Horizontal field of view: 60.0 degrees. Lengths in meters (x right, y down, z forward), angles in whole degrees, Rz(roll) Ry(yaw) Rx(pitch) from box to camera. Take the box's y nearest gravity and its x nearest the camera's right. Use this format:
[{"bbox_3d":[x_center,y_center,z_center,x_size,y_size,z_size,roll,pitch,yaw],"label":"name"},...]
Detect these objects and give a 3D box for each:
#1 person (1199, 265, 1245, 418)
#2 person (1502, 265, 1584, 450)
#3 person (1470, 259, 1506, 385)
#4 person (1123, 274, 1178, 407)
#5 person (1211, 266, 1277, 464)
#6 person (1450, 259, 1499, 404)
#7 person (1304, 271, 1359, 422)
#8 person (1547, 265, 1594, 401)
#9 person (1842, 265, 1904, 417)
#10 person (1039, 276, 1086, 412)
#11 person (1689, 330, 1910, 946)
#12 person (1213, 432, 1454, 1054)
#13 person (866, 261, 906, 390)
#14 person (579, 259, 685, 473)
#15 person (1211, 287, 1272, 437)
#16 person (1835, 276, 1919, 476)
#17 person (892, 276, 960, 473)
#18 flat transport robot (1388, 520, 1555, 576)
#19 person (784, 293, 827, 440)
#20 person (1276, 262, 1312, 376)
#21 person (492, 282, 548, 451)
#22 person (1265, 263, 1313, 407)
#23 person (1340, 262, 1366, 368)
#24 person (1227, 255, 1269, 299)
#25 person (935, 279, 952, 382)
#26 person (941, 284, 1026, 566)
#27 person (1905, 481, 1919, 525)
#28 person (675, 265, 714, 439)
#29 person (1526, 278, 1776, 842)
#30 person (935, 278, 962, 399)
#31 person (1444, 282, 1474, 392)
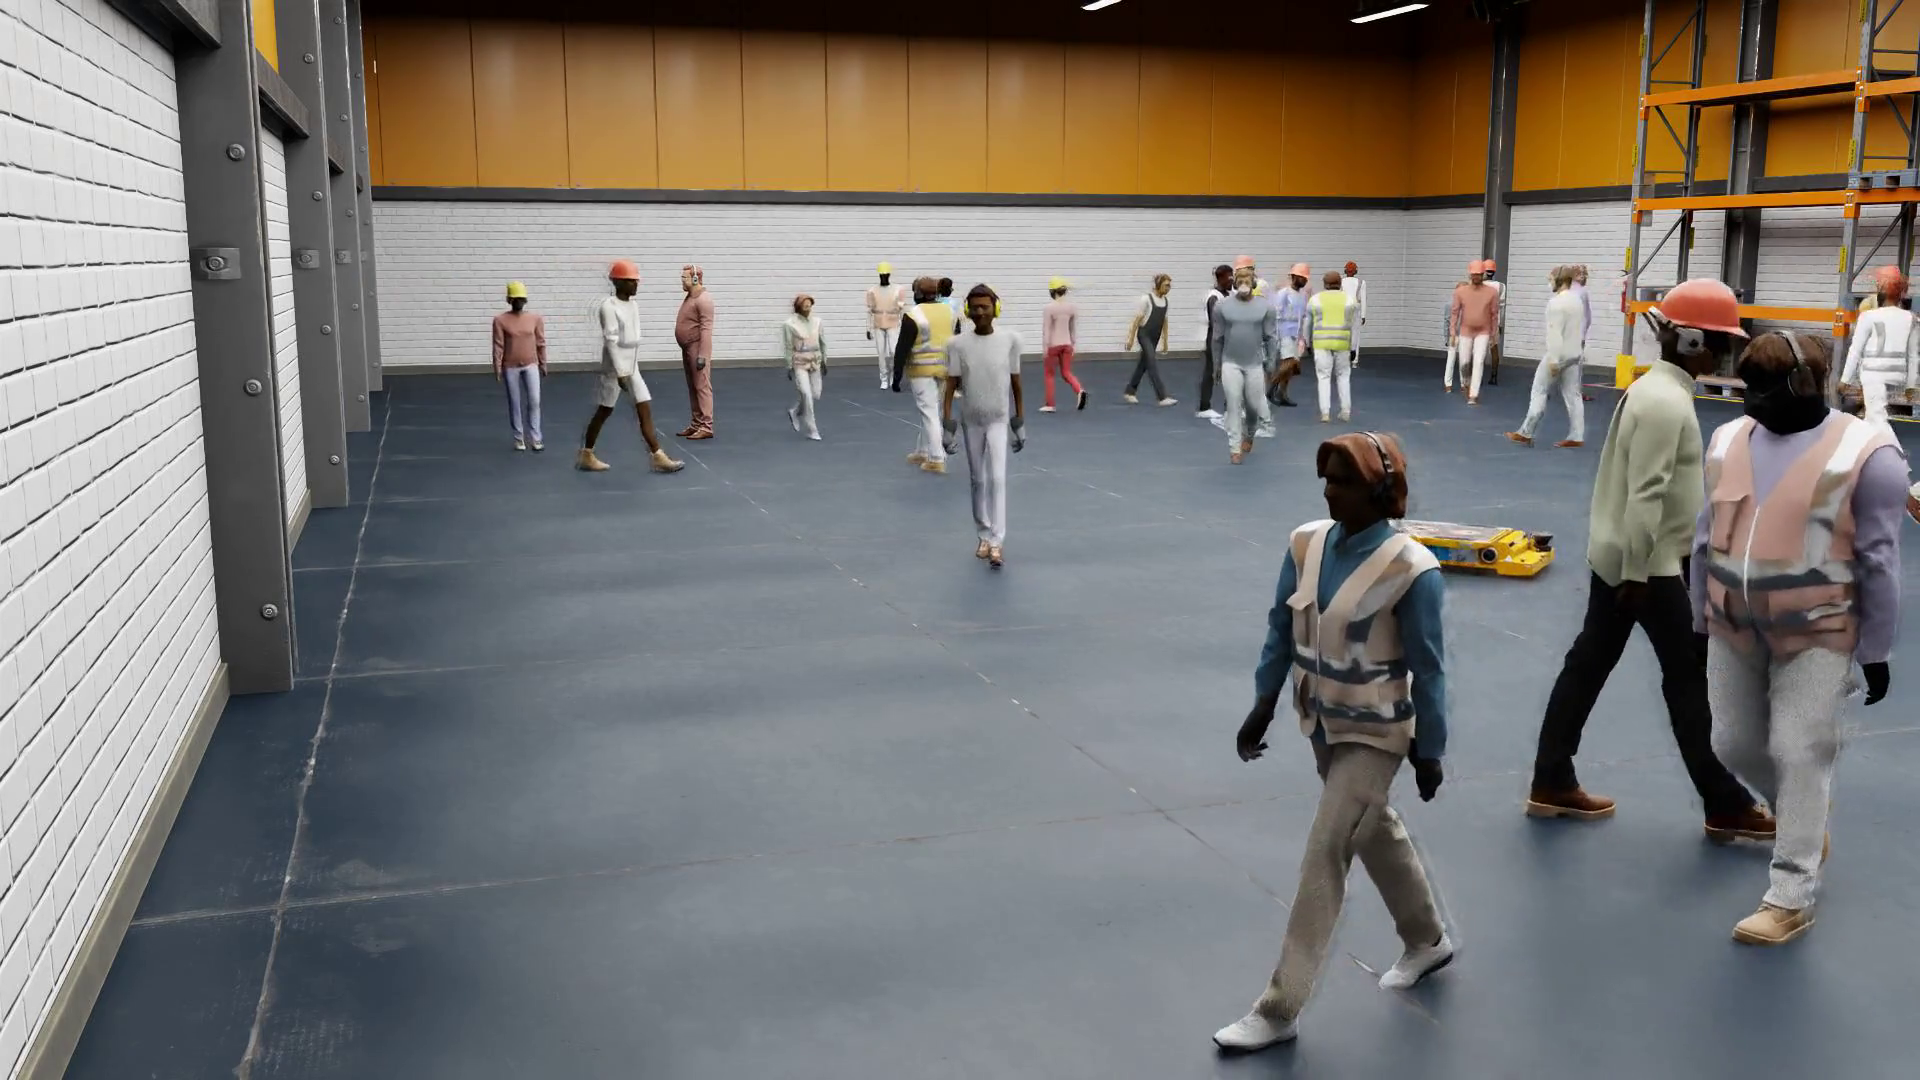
[{"bbox_3d":[3.293,-2.430,20.475,0.796,1.886,0.612,5,11,28],"label":"person"},{"bbox_3d":[6.160,-1.903,17.395,0.652,1.900,0.920,-10,14,-44],"label":"person"},{"bbox_3d":[8.139,-3.359,25.721,0.542,1.939,0.364,-1,10,-4],"label":"person"},{"bbox_3d":[2.521,-2.675,22.287,0.552,1.773,0.998,-9,14,-43],"label":"person"},{"bbox_3d":[2.782,-1.724,16.331,0.634,1.920,0.768,2,10,10],"label":"person"},{"bbox_3d":[7.012,-2.845,22.695,0.628,1.967,0.780,3,10,19],"label":"person"},{"bbox_3d":[4.492,-2.335,20.154,0.642,1.813,0.600,2,10,9],"label":"person"},{"bbox_3d":[8.351,-2.824,22.780,0.730,1.881,0.648,0,10,0],"label":"person"},{"bbox_3d":[10.178,-2.109,18.578,0.566,1.916,0.647,-3,10,-16],"label":"person"},{"bbox_3d":[1.305,-2.477,21.195,0.529,1.750,0.642,-7,12,-35],"label":"person"},{"bbox_3d":[2.558,0.267,5.089,0.693,1.819,0.642,-7,12,-34],"label":"person"},{"bbox_3d":[1.050,0.501,4.382,0.878,1.596,0.506,-5,11,-26],"label":"person"},{"bbox_3d":[-1.115,-3.198,24.848,0.610,1.913,0.438,1,10,7],"label":"person"},{"bbox_3d":[-3.119,-1.594,15.405,1.074,1.991,0.621,4,10,21],"label":"person"},{"bbox_3d":[3.164,-2.023,18.643,0.866,1.697,0.512,7,12,35],"label":"person"},{"bbox_3d":[8.289,-1.434,14.886,0.593,1.849,0.966,-2,10,-12],"label":"person"},{"bbox_3d":[-0.388,-1.553,15.620,0.666,1.811,0.810,-9,13,-42],"label":"person"},{"bbox_3d":[3.111,0.024,10.960,1.431,0.197,0.652,6,11,31],"label":"flat transport robot"},{"bbox_3d":[-1.740,-1.911,18.288,0.531,1.613,0.606,-7,12,-36],"label":"person"},{"bbox_3d":[5.546,-3.659,27.624,0.642,1.888,0.484,5,11,29],"label":"person"},{"bbox_3d":[-4.482,-1.758,17.005,0.553,1.733,0.784,-4,11,-21],"label":"person"},{"bbox_3d":[4.406,-2.711,22.054,0.471,1.908,0.560,10,14,44],"label":"person"},{"bbox_3d":[6.924,-3.999,29.590,0.584,1.882,0.345,2,10,13],"label":"person"},{"bbox_3d":[4.096,-3.056,23.770,0.615,2.018,0.523,4,11,23],"label":"person"},{"bbox_3d":[-0.309,-3.311,26.328,0.498,1.633,0.284,4,11,23],"label":"person"},{"bbox_3d":[0.147,-0.738,10.863,0.547,1.824,0.936,1,10,3],"label":"person"},{"bbox_3d":[7.325,-0.969,12.166,0.618,1.854,0.513,4,11,24],"label":"person"},{"bbox_3d":[-2.928,-2.064,18.320,0.409,1.909,0.640,-5,11,-26],"label":"person"},{"bbox_3d":[2.500,0.079,5.789,0.980,1.938,0.648,3,10,15],"label":"person"},{"bbox_3d":[-0.205,-2.830,23.364,0.540,1.696,0.316,6,12,32],"label":"person"},{"bbox_3d":[7.332,-2.969,24.380,0.494,1.624,0.279,-1,10,-3],"label":"person"}]
